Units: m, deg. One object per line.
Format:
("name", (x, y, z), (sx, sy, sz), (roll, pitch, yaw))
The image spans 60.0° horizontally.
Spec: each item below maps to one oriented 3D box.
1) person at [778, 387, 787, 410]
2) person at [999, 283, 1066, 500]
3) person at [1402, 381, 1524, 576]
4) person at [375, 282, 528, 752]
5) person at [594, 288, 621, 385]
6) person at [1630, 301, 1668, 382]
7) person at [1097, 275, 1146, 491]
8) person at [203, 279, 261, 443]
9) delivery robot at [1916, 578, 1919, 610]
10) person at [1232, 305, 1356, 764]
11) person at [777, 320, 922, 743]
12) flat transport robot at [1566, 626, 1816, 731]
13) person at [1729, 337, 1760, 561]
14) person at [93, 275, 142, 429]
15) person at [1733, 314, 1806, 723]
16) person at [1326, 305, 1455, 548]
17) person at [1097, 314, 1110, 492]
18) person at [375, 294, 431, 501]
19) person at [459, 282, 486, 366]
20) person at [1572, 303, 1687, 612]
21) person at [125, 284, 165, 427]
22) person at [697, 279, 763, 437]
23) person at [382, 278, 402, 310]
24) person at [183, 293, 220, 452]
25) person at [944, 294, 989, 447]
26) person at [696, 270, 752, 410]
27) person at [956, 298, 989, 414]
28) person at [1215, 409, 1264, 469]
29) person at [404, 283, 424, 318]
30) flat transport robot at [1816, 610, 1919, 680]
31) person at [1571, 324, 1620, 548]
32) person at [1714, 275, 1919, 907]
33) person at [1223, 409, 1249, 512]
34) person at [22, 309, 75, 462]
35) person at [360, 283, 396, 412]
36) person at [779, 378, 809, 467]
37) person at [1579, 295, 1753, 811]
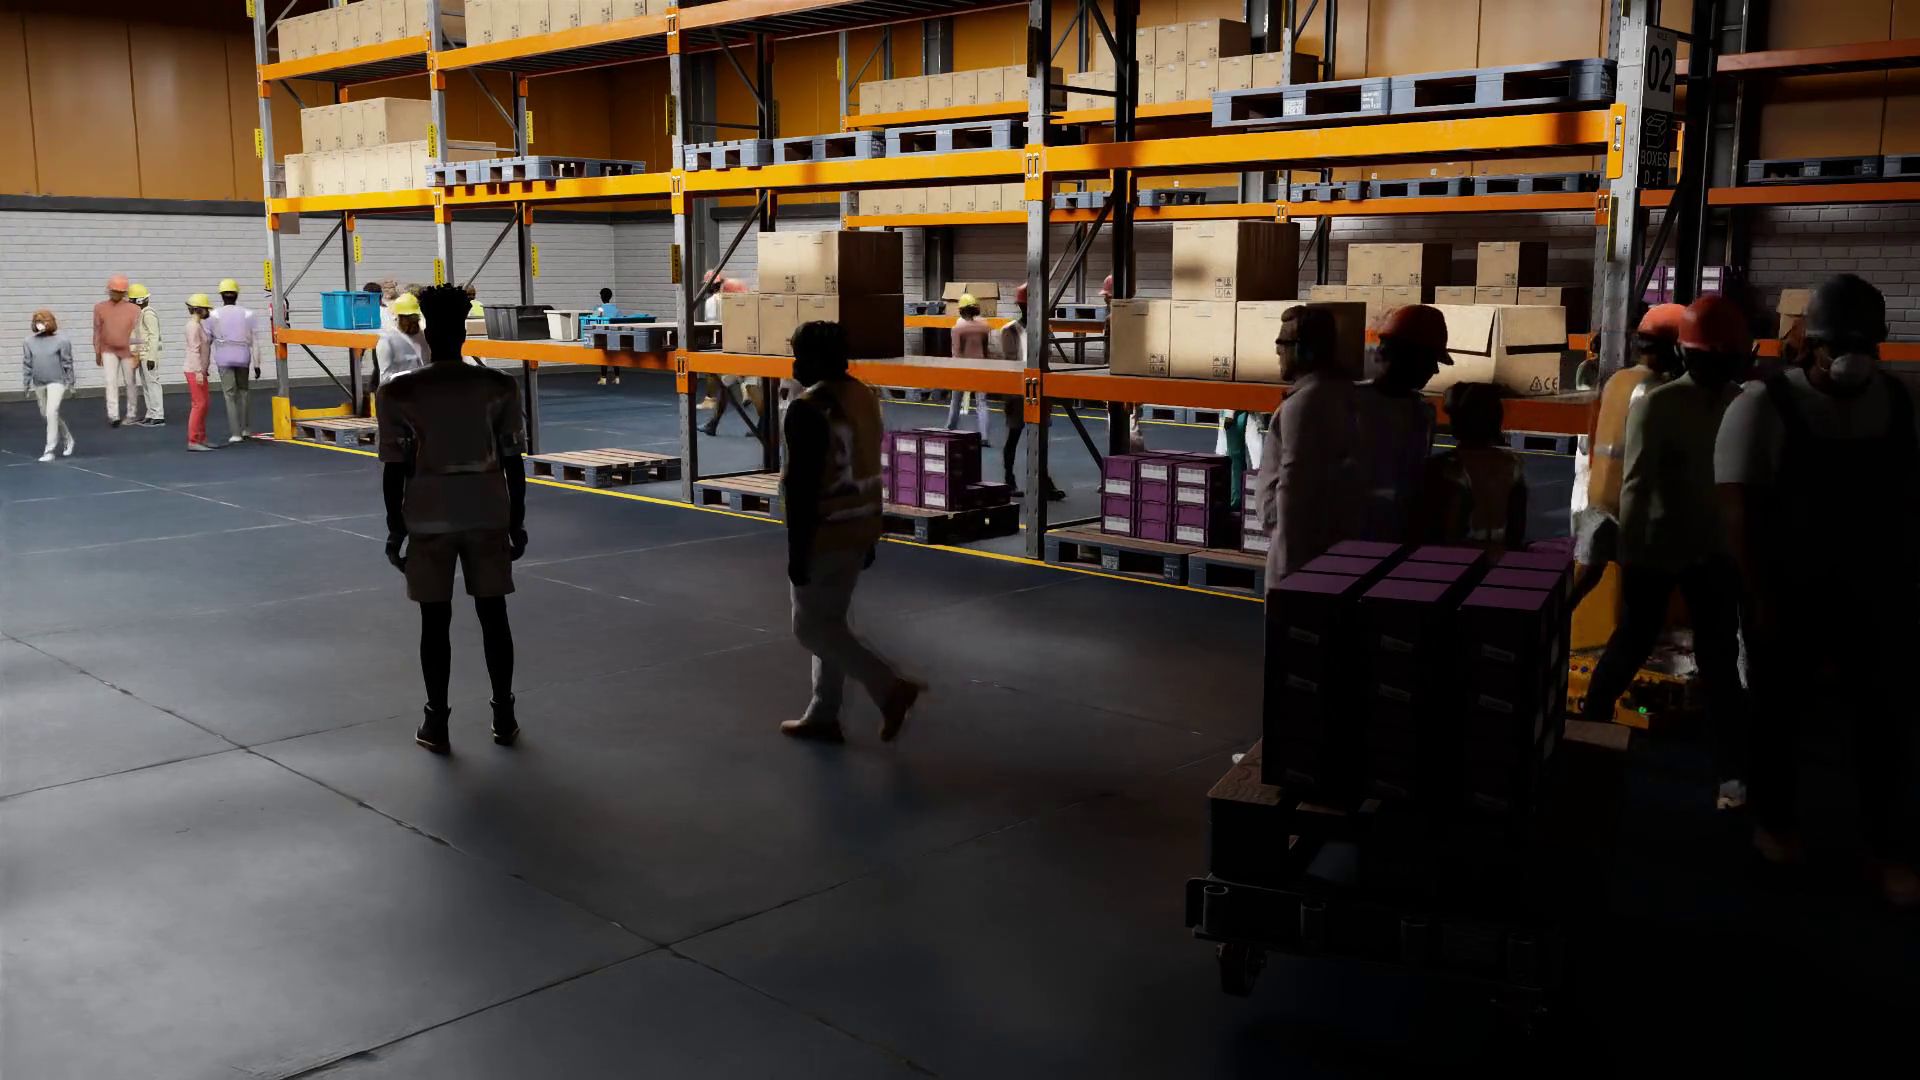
("person", (-2.688, -2.818, 23.871), (0.650, 1.907, 0.612), (8, 12, 39))
("person", (0.614, -1.296, 14.603), (0.557, 1.929, 0.594), (-5, 11, -29))
("person", (1.969, 0.187, 6.441), (0.511, 1.597, 0.859), (-6, 11, -34))
("person", (-2.120, -0.091, 6.994), (0.606, 1.966, 0.367), (-4, 10, -25))
("person", (-6.146, -3.545, 29.022), (0.530, 1.691, 0.318), (-8, 12, -40))
("person", (5.241, -0.895, 12.471), (0.696, 1.800, 0.706), (-8, 12, -40))
("person", (1.433, -1.367, 14.814), (0.432, 1.986, 0.636), (-3, 10, -17))
("person", (-8.562, -2.096, 19.518), (0.598, 1.894, 0.840), (-7, 11, -36))
("delivery robot", (5.413, 0.207, 9.199), (0.707, 0.478, 0.477), (-8, 12, -39))
("person", (1.407, 0.038, 6.453), (0.695, 1.889, 0.661), (6, 11, 30))
("person", (-0.475, -0.008, 6.953), (0.650, 1.819, 0.654), (4, 10, 24))
("flat transport robot", (3.343, 0.623, 7.804), (1.431, 0.197, 0.652), (-7, 11, -36))
("person", (4.606, -0.422, 10.091), (0.588, 1.625, 0.535), (6, 11, 31))
("person", (-10.723, -2.392, 21.192), (0.633, 1.933, 0.966), (-2, 10, -13))
("person", (3.544, -0.038, 7.090), (0.600, 1.832, 0.893), (7, 12, 37))
("person", (1.638, 0.060, 6.348), (0.604, 1.876, 0.914), (-3, 10, -20))
("person", (1.388, -1.207, 14.858), (0.284, 1.633, 0.497), (0, 9, 0))
("person", (-4.674, -1.208, 14.325), (0.590, 1.805, 0.617), (6, 11, 32))
("person", (-6.530, -2.501, 22.159), (0.430, 1.845, 0.624), (3, 10, 18))
("person", (3.120, -0.194, 7.983), (0.769, 1.878, 0.599), (-2, 9, -10))
("person", (-10.474, -2.368, 21.374), (0.403, 1.828, 0.597), (-7, 12, -37))
("person", (-2.729, -2.172, 19.975), (0.989, 1.884, 0.550), (3, 10, 19))
("person", (-8.179, -2.821, 23.970), (0.687, 1.879, 0.733), (1, 9, 7))
("person", (-8.461, -1.863, 18.525), (0.345, 1.758, 0.537), (-3, 10, -17))
("person", (0.075, -1.943, 19.095), (0.532, 1.727, 0.890), (-5, 10, -28))
("person", (-3.392, -2.846, 23.745), (0.823, 2.021, 0.620), (4, 10, 23))
("person", (0.168, -2.568, 23.239), (0.503, 1.626, 0.283), (-5, 10, -26))
("person", (2.441, -1.386, 15.151), (0.955, 1.889, 0.664), (6, 11, 31))
("person", (-7.119, -2.444, 21.828), (0.407, 1.833, 0.546), (2, 9, 12))
("flat transport robot", (4.591, 0.498, 8.573), (1.431, 0.197, 0.652), (-4, 10, -25))
("person", (4.615, -0.740, 11.978), (0.513, 1.640, 0.307), (-6, 11, -32))
("person", (2.811, 0.140, 5.351), (0.698, 2.000, 0.866), (1, 9, 8))
("person", (2.219, -1.058, 13.541), (0.311, 1.769, 0.525), (2, 9, 10))
("person", (-9.673, -1.662, 17.712), (0.503, 1.604, 0.789), (0, 9, 2))
("person", (-7.303, -2.298, 20.900), (1.006, 1.851, 0.577), (2, 9, 10))
("person", (-1.619, -1.596, 16.588), (0.860, 1.856, 0.582), (9, 13, 43))
("person", (2.767, 0.032, 6.378), (0.648, 1.933, 0.996), (-3, 10, -16))
